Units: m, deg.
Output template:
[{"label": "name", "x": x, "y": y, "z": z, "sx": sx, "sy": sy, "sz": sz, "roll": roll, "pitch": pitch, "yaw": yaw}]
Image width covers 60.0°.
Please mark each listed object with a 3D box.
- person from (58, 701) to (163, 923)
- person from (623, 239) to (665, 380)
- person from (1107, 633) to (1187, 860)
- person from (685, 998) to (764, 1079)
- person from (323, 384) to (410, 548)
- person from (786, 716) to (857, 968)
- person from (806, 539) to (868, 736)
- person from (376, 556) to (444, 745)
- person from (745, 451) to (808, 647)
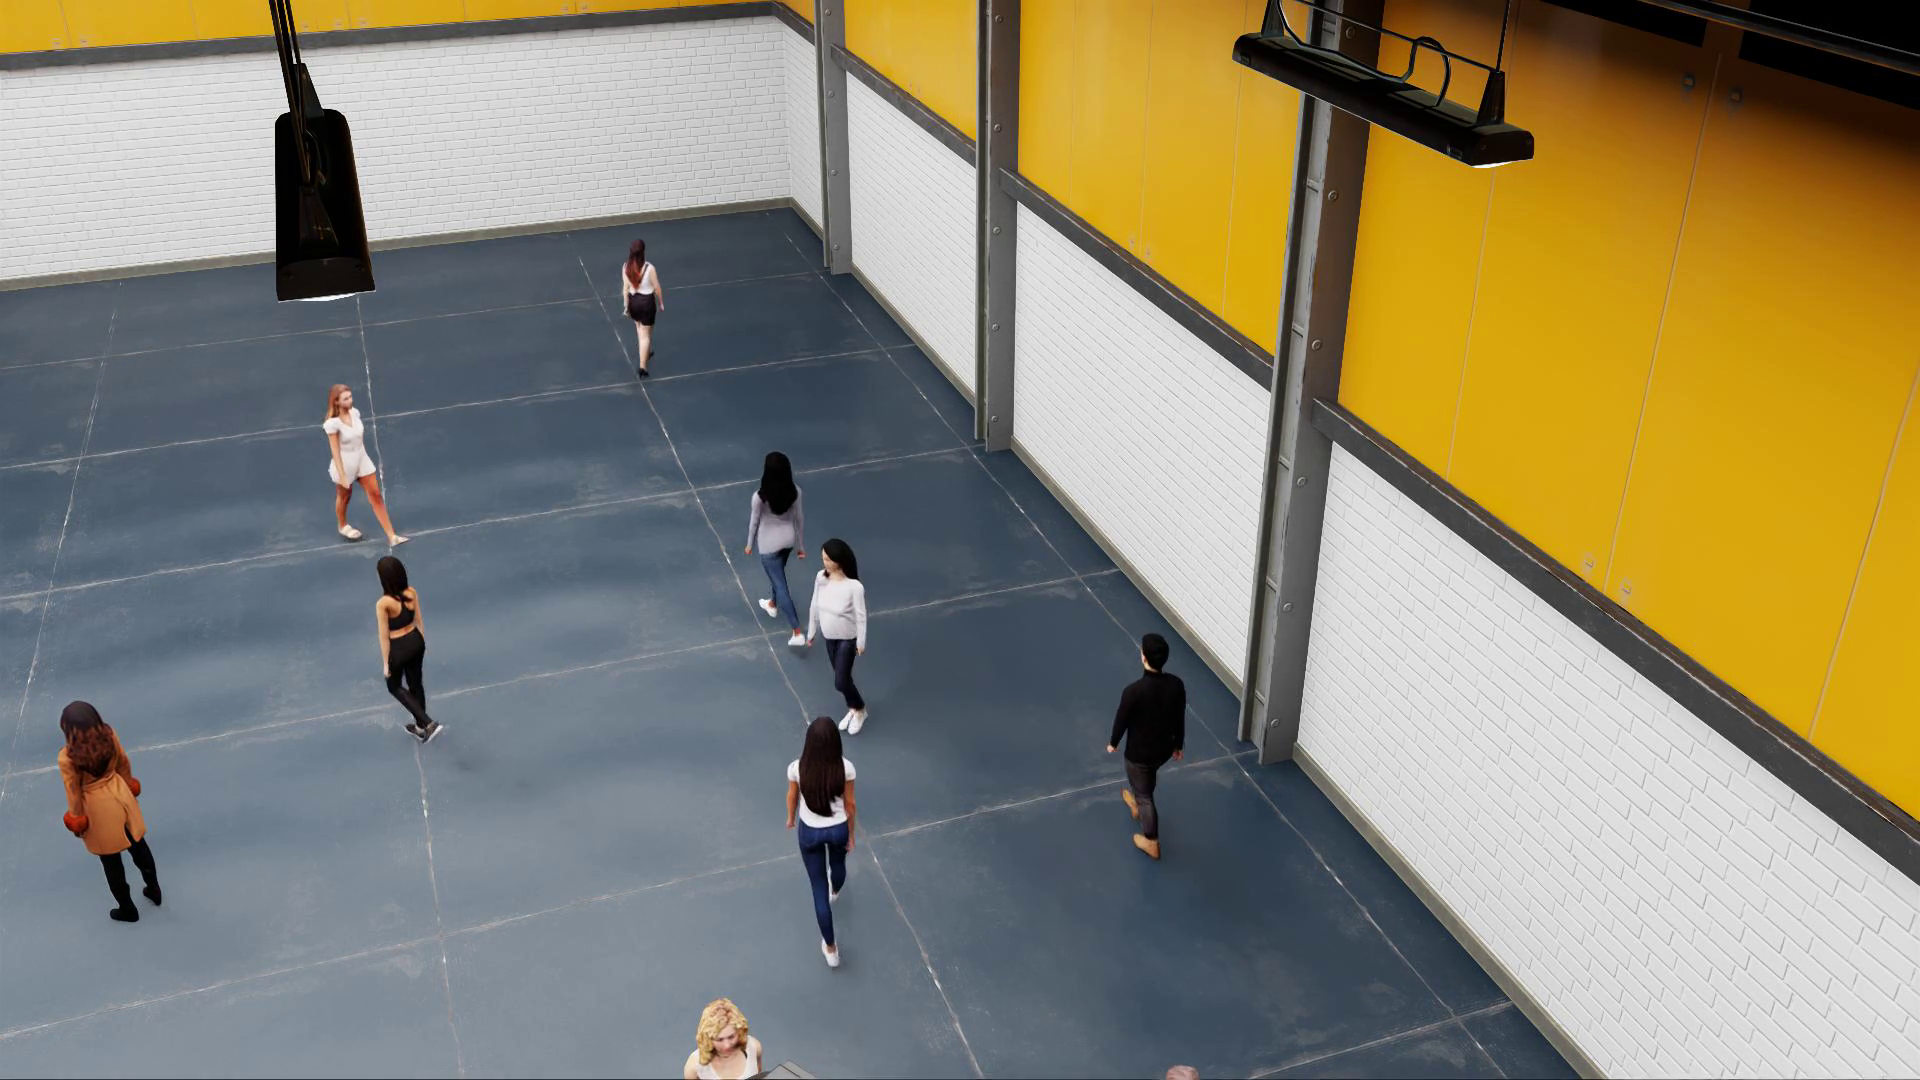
[{"label": "person", "x": -5.671, "y": 1.795, "z": 11.063, "sx": 0.811, "sy": 1.719, "sz": 0.775, "roll": 16, "pitch": 32, "yaw": 27}, {"label": "person", "x": -3.715, "y": -2.655, "z": 19.324, "sx": 0.845, "sy": 1.621, "sz": 1.037, "roll": 3, "pitch": 29, "yaw": 5}, {"label": "person", "x": 1.359, "y": 1.480, "z": 11.662, "sx": 0.736, "sy": 1.698, "sz": 0.970, "roll": -15, "pitch": 32, "yaw": -26}, {"label": "person", "x": -1.212, "y": 3.064, "z": 8.789, "sx": 0.632, "sy": 1.669, "sz": 0.580, "roll": -14, "pitch": 32, "yaw": -24}, {"label": "person", "x": -5.803, "y": -0.691, "z": 15.701, "sx": 1.165, "sy": 1.642, "sz": 1.053, "roll": 15, "pitch": 32, "yaw": 26}, {"label": "person", "x": -0.869, "y": 1.973, "z": 10.718, "sx": 0.754, "sy": 1.737, "sz": 1.135, "roll": -5, "pitch": 29, "yaw": -8}, {"label": "person", "x": -0.872, "y": 0.722, "z": 13.069, "sx": 0.695, "sy": 1.683, "sz": 0.786, "roll": 19, "pitch": 34, "yaw": 30}, {"label": "person", "x": -4.232, "y": 0.890, "z": 12.811, "sx": 0.862, "sy": 1.635, "sz": 0.778, "roll": 18, "pitch": 33, "yaw": 29}, {"label": "person", "x": -1.510, "y": 0.112, "z": 14.174, "sx": 0.836, "sy": 1.696, "sz": 1.249, "roll": -18, "pitch": 34, "yaw": -30}]
